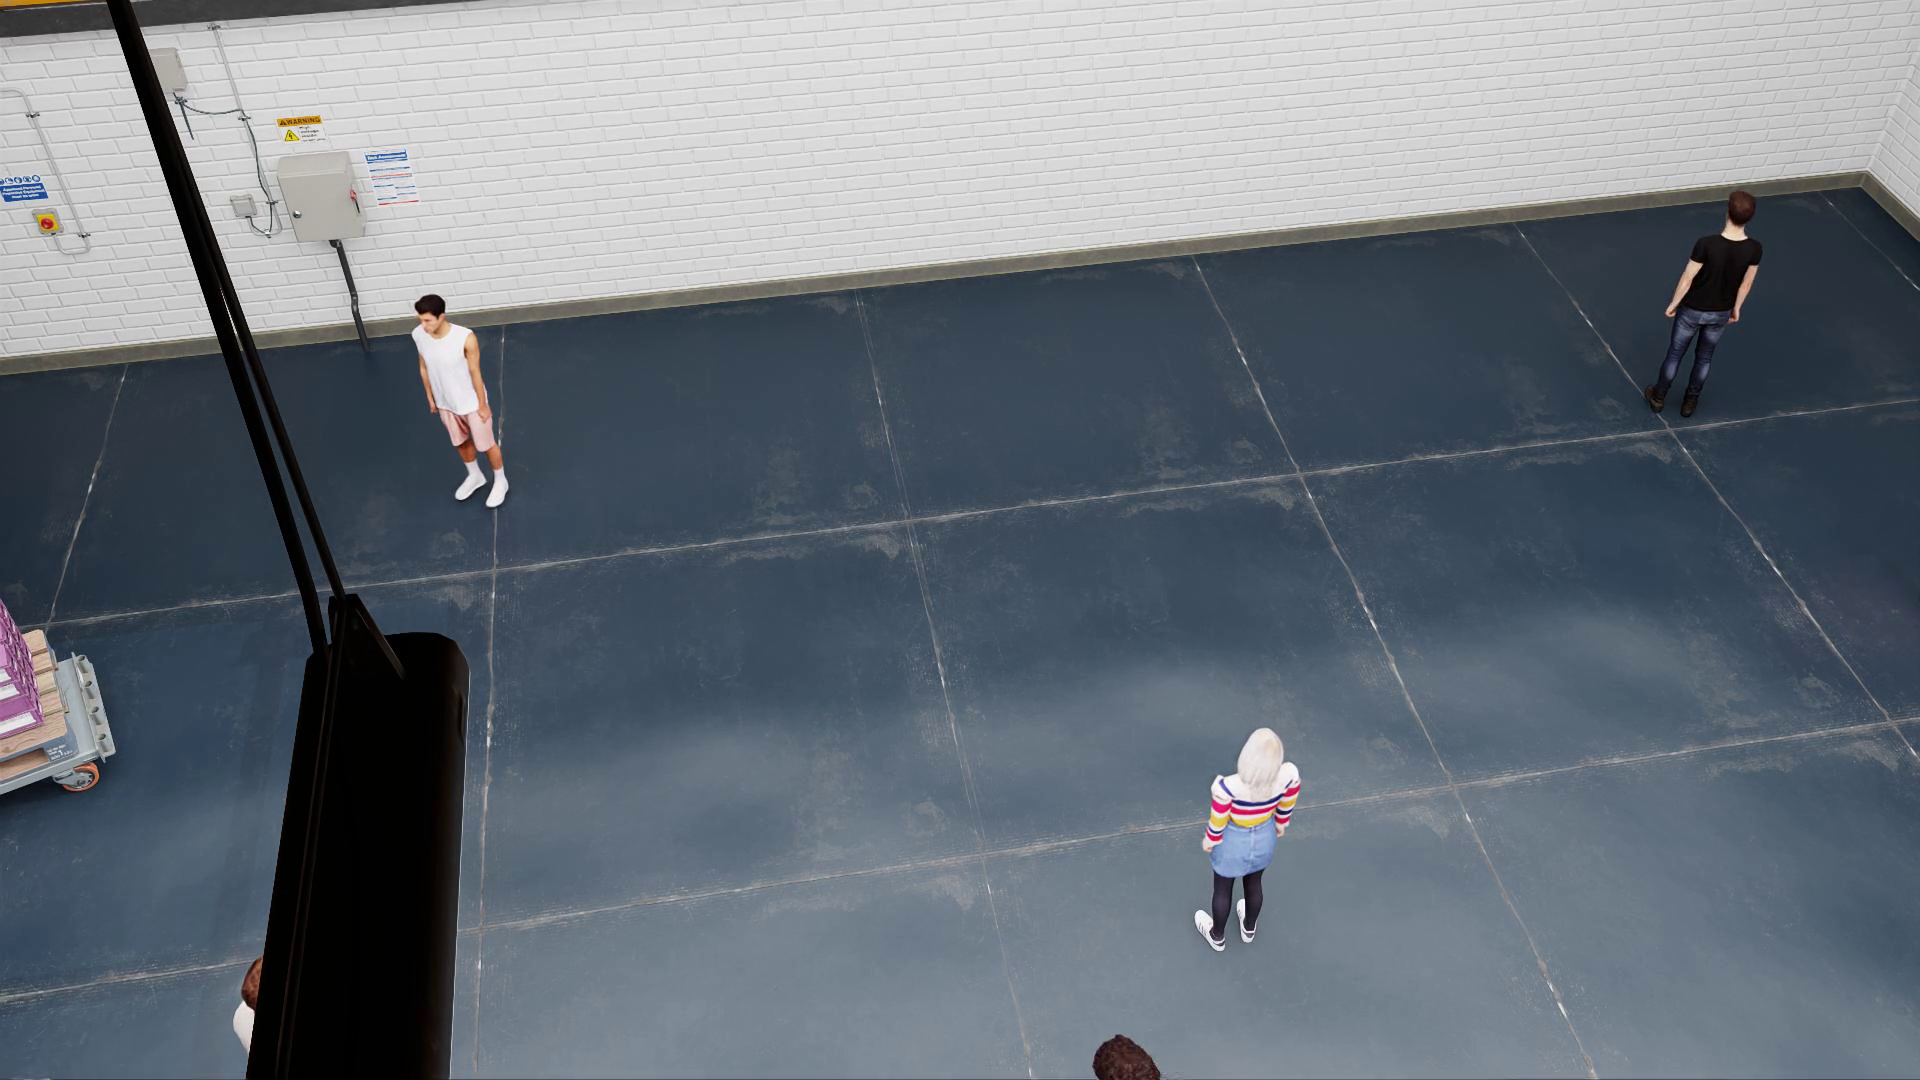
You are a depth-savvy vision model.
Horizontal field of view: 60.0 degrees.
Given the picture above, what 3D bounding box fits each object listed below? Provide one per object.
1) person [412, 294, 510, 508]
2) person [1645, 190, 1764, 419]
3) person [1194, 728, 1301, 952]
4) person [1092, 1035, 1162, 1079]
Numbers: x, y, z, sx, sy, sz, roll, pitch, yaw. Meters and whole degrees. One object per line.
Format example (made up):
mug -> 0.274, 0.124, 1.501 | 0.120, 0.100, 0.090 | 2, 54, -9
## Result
person -> -3.526, -1.015, 11.785 | 0.735, 1.780, 0.732 | 12, 45, 12
person -> 5.594, -1.744, 12.463 | 0.757, 1.900, 0.716 | 10, 44, 10
person -> 1.546, 1.619, 8.999 | 0.669, 1.809, 0.541 | -10, 45, -11
person -> 0.805, 2.909, 7.702 | 0.956, 1.730, 1.176 | -29, 51, -27
